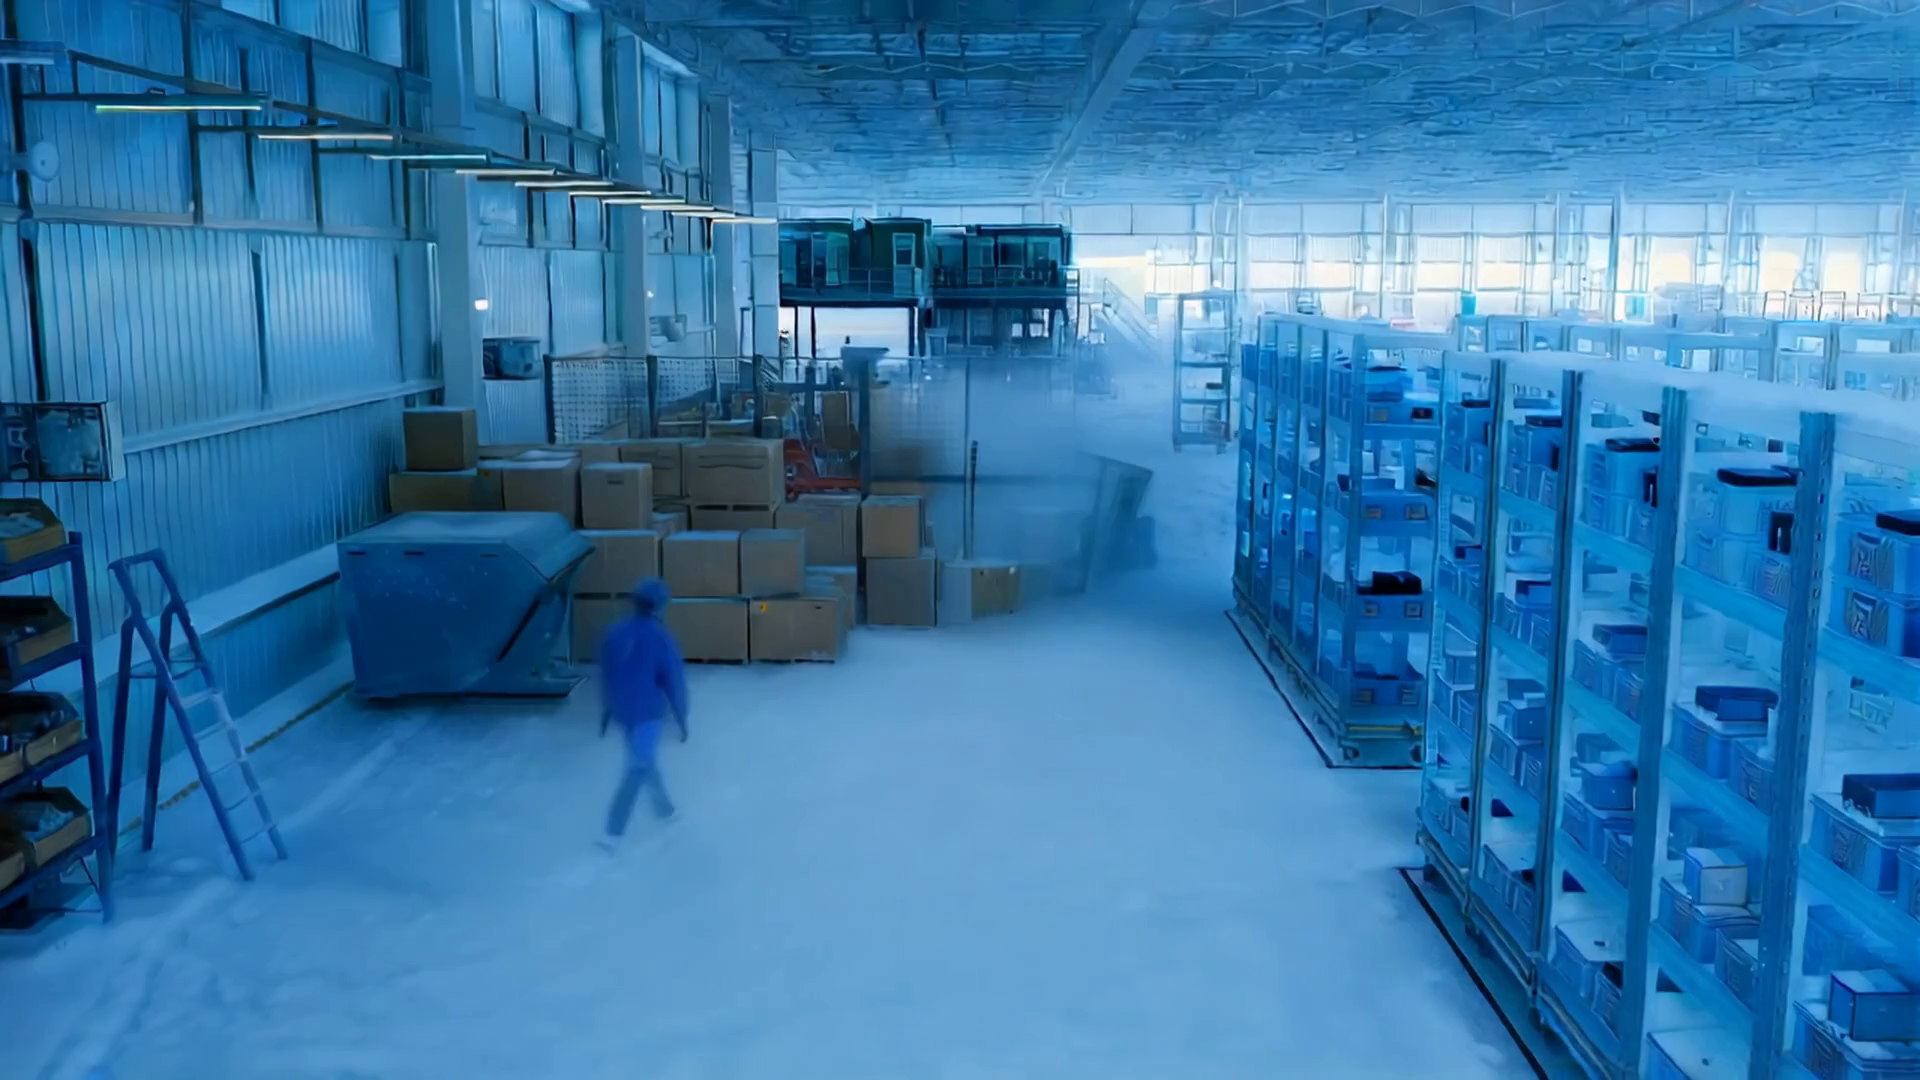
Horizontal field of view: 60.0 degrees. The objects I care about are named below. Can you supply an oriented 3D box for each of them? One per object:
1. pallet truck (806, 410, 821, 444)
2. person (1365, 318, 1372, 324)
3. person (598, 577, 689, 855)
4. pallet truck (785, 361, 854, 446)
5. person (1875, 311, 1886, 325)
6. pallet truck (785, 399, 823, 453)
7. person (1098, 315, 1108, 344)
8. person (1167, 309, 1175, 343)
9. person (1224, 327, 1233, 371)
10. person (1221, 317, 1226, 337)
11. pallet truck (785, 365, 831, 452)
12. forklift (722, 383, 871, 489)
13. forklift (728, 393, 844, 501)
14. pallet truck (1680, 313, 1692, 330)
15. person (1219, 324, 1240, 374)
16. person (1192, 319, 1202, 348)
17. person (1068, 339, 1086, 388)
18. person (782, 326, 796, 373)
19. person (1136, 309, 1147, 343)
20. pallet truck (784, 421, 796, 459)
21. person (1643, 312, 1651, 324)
[{"bbox_3d":[-3.559,-2.018,33.905,1.522,1.261,0.704,0,9,-1],"label":"pallet truck"},{"bbox_3d":[18.400,-9.007,74.872,1.056,1.983,0.612,-2,9,-11],"label":"person"},{"bbox_3d":[-2.295,1.249,11.882,0.625,1.916,1.082,4,10,23],"label":"person"},{"bbox_3d":[-3.410,-3.193,38.978,1.885,1.965,0.823,0,9,-1],"label":"pallet truck"},{"bbox_3d":[50.441,-11.616,91.340,0.757,1.858,0.620,-6,11,-34],"label":"person"},{"bbox_3d":[-3.814,-2.432,36.419,1.630,1.274,0.653,0,9,1],"label":"pallet truck"},{"bbox_3d":[8.044,-11.781,92.499,0.781,1.815,0.661,-5,11,-30],"label":"person"},{"bbox_3d":[12.031,-12.170,94.655,0.440,1.908,0.589,1,9,6],"label":"person"},{"bbox_3d":[11.022,-7.925,68.347,0.359,1.939,0.543,-1,9,-5],"label":"person"},{"bbox_3d":[15.588,-12.628,98.155,0.396,1.684,0.547,-1,9,-7],"label":"person"},{"bbox_3d":[-3.774,-2.976,37.635,1.885,1.965,0.823,1,9,5],"label":"pallet truck"},{"bbox_3d":[-2.893,-1.687,28.729,2.680,1.987,1.157,0,9,-1],"label":"forklift"},{"bbox_3d":[-2.979,-1.316,26.476,2.680,1.987,1.157,0,9,1],"label":"forklift"},{"bbox_3d":[36.315,-10.531,84.244,0.823,1.965,1.885,-6,11,-33],"label":"pallet truck"},{"bbox_3d":[10.737,-7.613,66.110,0.781,2.000,0.691,3,10,17],"label":"person"},{"bbox_3d":[12.548,-11.116,88.105,0.580,1.909,0.815,0,9,3],"label":"person"},{"bbox_3d":[4.186,-6.128,57.922,0.884,1.724,0.532,2,10,14],"label":"person"},{"bbox_3d":[-6.891,-7.671,66.911,0.785,1.900,0.589,0,9,1],"label":"person"},{"bbox_3d":[9.891,-11.581,90.728,0.612,1.995,0.382,1,9,5],"label":"person"},{"bbox_3d":[-4.013,-1.793,32.705,1.601,1.201,0.680,0,9,1],"label":"pallet truck"},{"bbox_3d":[36.198,-11.017,87.425,0.980,1.934,0.650,1,9,7],"label":"person"}]
